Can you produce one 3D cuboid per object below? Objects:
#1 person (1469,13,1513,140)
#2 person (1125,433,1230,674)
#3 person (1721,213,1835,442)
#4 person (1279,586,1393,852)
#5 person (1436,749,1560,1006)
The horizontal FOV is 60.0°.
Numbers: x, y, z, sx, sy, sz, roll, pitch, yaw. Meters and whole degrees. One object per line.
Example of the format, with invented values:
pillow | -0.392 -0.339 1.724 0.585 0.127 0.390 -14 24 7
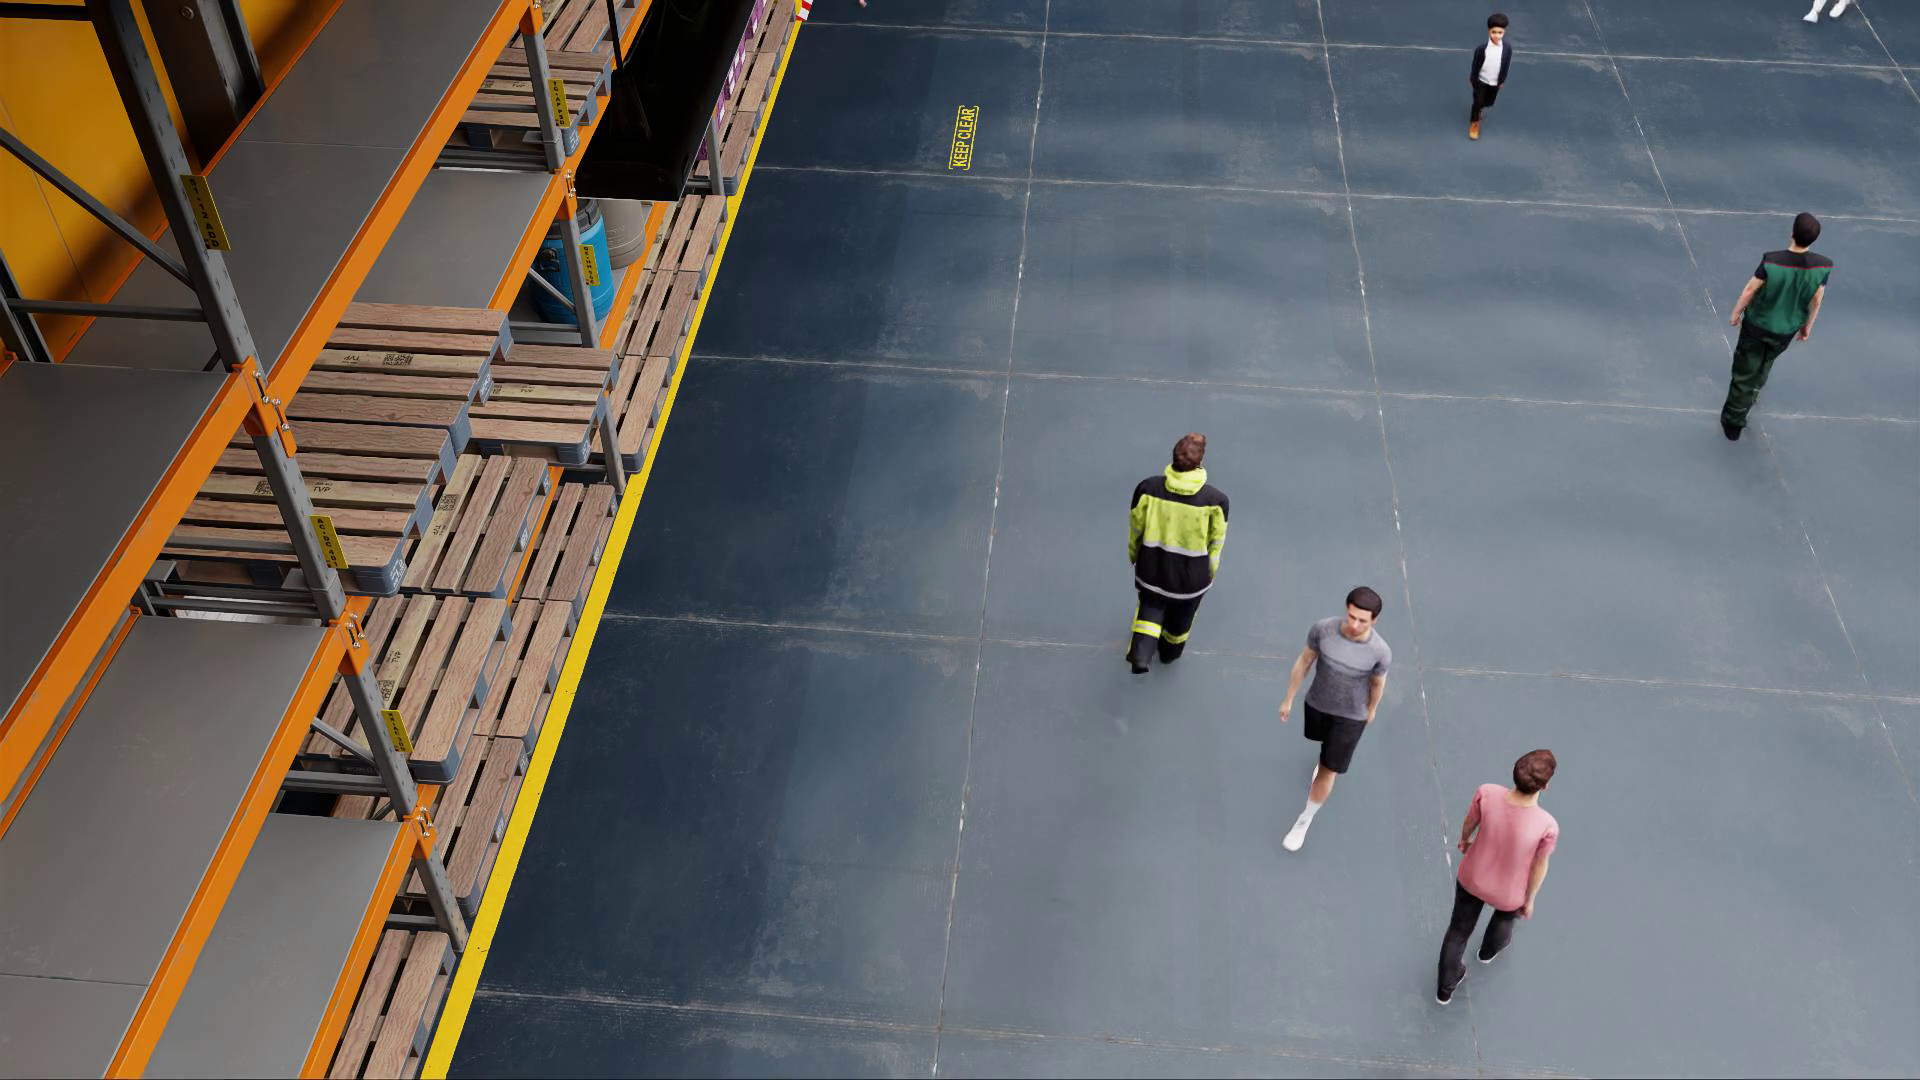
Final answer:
person | 5.117 -4.524 16.115 0.498 1.214 0.717 4 44 4
person | 1.360 0.159 10.653 0.883 1.967 1.021 12 45 12
person | 6.116 -1.551 12.509 0.711 1.883 0.751 5 44 5
person | 2.287 0.915 9.956 1.073 1.833 1.274 27 50 26
person | 2.802 1.877 8.871 0.926 1.937 1.042 27 50 25
